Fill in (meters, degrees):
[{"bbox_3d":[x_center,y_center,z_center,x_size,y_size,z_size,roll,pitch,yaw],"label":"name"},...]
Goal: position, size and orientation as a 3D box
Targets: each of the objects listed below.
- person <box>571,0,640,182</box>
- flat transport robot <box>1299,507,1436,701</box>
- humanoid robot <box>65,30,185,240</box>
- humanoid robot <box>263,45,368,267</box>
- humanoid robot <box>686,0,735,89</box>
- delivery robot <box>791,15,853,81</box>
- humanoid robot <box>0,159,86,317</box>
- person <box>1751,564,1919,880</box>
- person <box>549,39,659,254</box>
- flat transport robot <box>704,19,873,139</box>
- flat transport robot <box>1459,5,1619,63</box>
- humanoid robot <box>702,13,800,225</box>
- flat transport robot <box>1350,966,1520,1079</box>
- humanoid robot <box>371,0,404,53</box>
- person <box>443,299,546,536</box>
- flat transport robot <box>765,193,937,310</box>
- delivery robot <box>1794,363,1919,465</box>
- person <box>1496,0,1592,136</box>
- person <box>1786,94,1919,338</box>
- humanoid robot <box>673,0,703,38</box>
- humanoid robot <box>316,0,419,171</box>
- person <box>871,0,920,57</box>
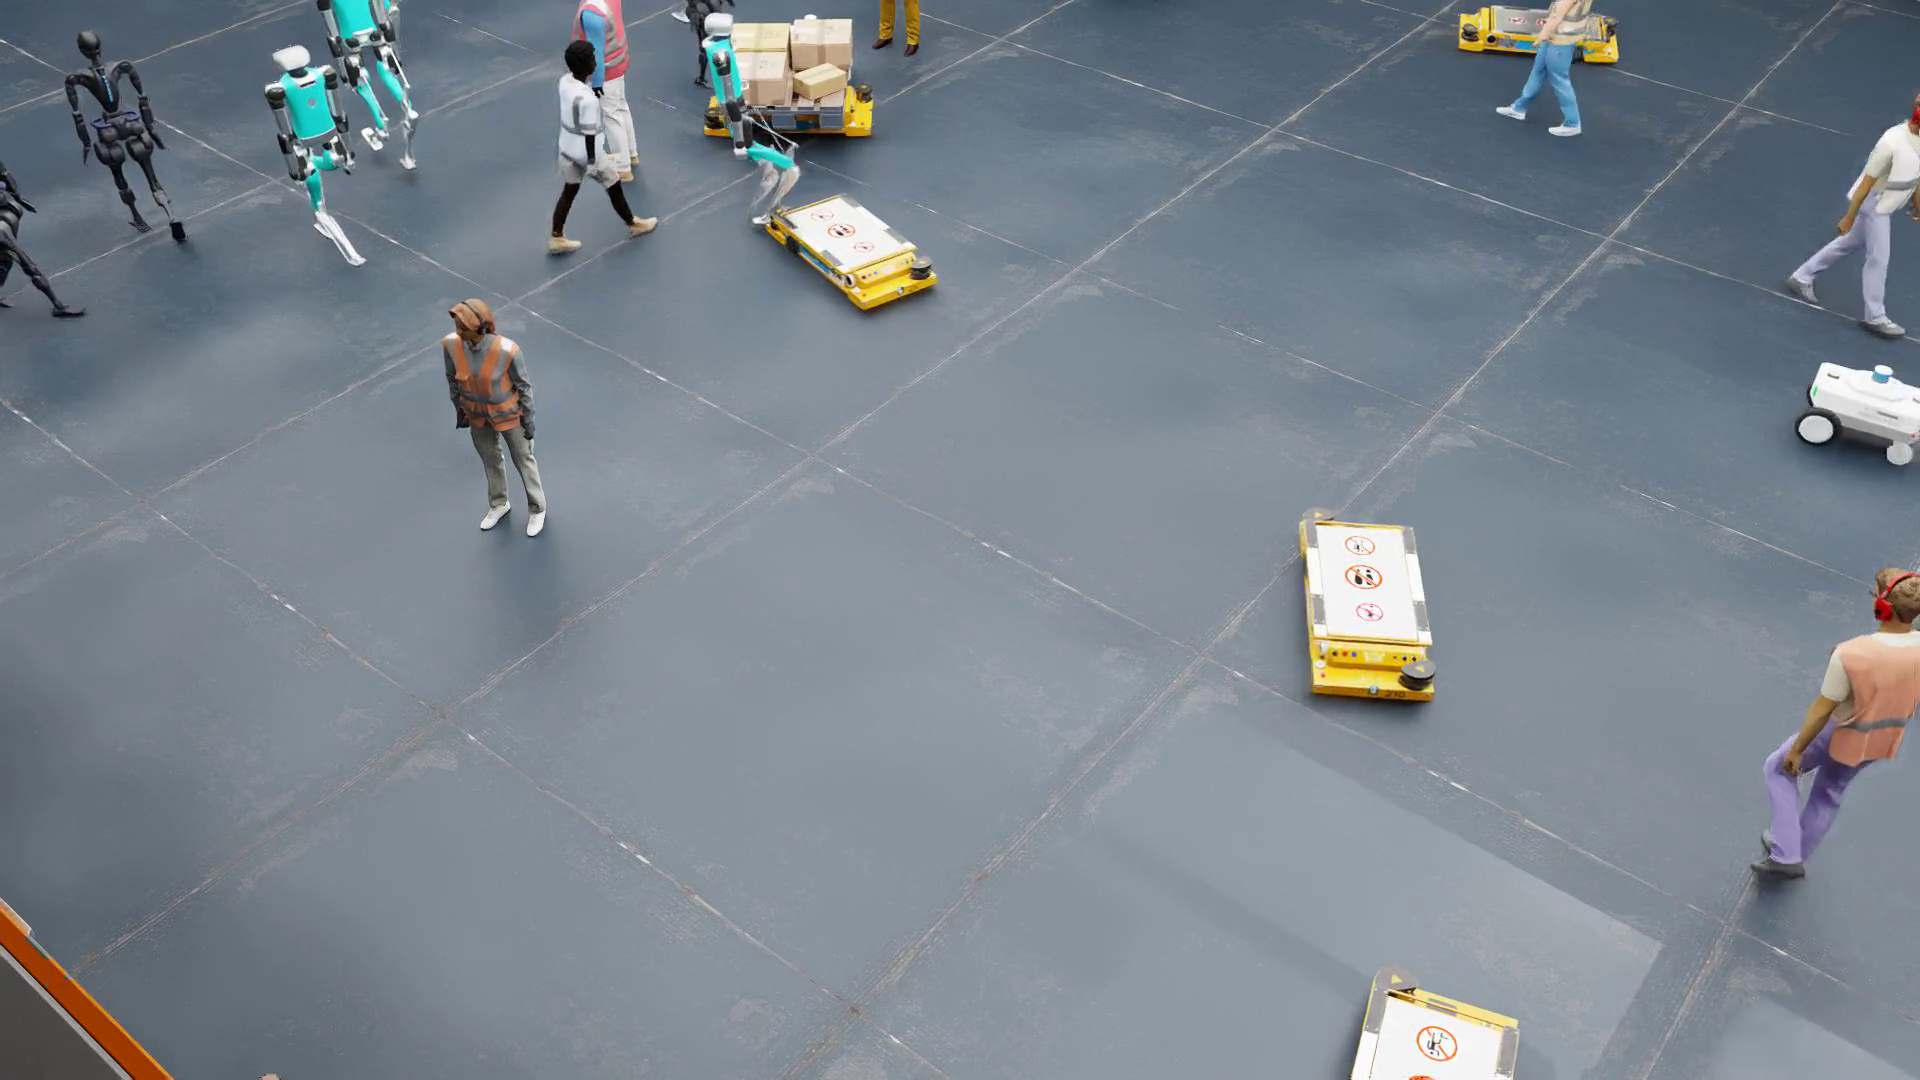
[{"bbox_3d":[-2.861,-3.771,13.312,0.431,1.835,0.628,1,40,1],"label":"person"},{"bbox_3d":[2.344,0.352,9.664,0.659,0.231,1.431,4,41,4],"label":"flat transport robot"},{"bbox_3d":[-6.345,-3.032,12.578,0.589,1.635,0.657,-29,48,-30],"label":"humanoid robot"},{"bbox_3d":[-4.834,-2.866,12.352,0.544,1.763,1.042,-32,50,-32],"label":"humanoid robot"},{"bbox_3d":[-2.187,-4.752,14.584,0.475,1.642,0.594,16,43,18],"label":"humanoid robot"},{"bbox_3d":[-1.354,-4.470,15.106,0.768,0.581,0.499,0,40,0],"label":"delivery robot"},{"bbox_3d":[-6.817,-2.322,11.770,0.791,1.637,0.611,0,40,0],"label":"humanoid robot"},{"bbox_3d":[4.144,0.918,7.801,0.606,1.815,0.465,-7,41,-8],"label":"person"},{"bbox_3d":[-2.816,-2.945,12.479,0.874,1.641,0.544,-27,47,-28],"label":"person"},{"bbox_3d":[-1.483,-3.741,14.479,1.431,0.231,0.659,0,40,0],"label":"flat transport robot"},{"bbox_3d":[5.458,-4.776,15.696,1.431,0.231,0.659,9,41,10],"label":"flat transport robot"},{"bbox_3d":[-1.511,-3.128,12.651,0.769,1.799,0.531,-7,41,-9],"label":"humanoid robot"},{"bbox_3d":[1.970,2.518,7.116,0.659,0.231,1.431,14,42,16],"label":"flat transport robot"},{"bbox_3d":[-5.372,-5.269,15.220,0.731,1.886,0.541,-22,45,-24],"label":"humanoid robot"},{"bbox_3d":[-2.756,-0.727,9.875,0.521,1.636,0.308,9,41,11],"label":"person"},{"bbox_3d":[-0.849,-2.235,12.707,0.659,0.231,1.431,-25,46,-26],"label":"flat transport robot"},{"bbox_3d":[5.911,-0.871,10.895,0.796,0.612,0.499,22,45,24],"label":"delivery robot"},{"bbox_3d":[5.054,-4.249,13.967,0.760,1.698,0.492,20,44,22],"label":"person"},{"bbox_3d":[6.454,-2.346,11.665,0.592,1.804,0.905,-29,48,-30],"label":"person"},{"bbox_3d":[-2.543,-5.556,15.510,0.548,1.809,0.888,-30,48,-30],"label":"humanoid robot"},{"bbox_3d":[-4.688,-3.750,13.356,0.544,1.735,1.025,-25,47,-27],"label":"humanoid robot"},{"bbox_3d":[-0.591,-5.304,15.170,0.533,1.754,0.339,19,44,21],"label":"person"}]
